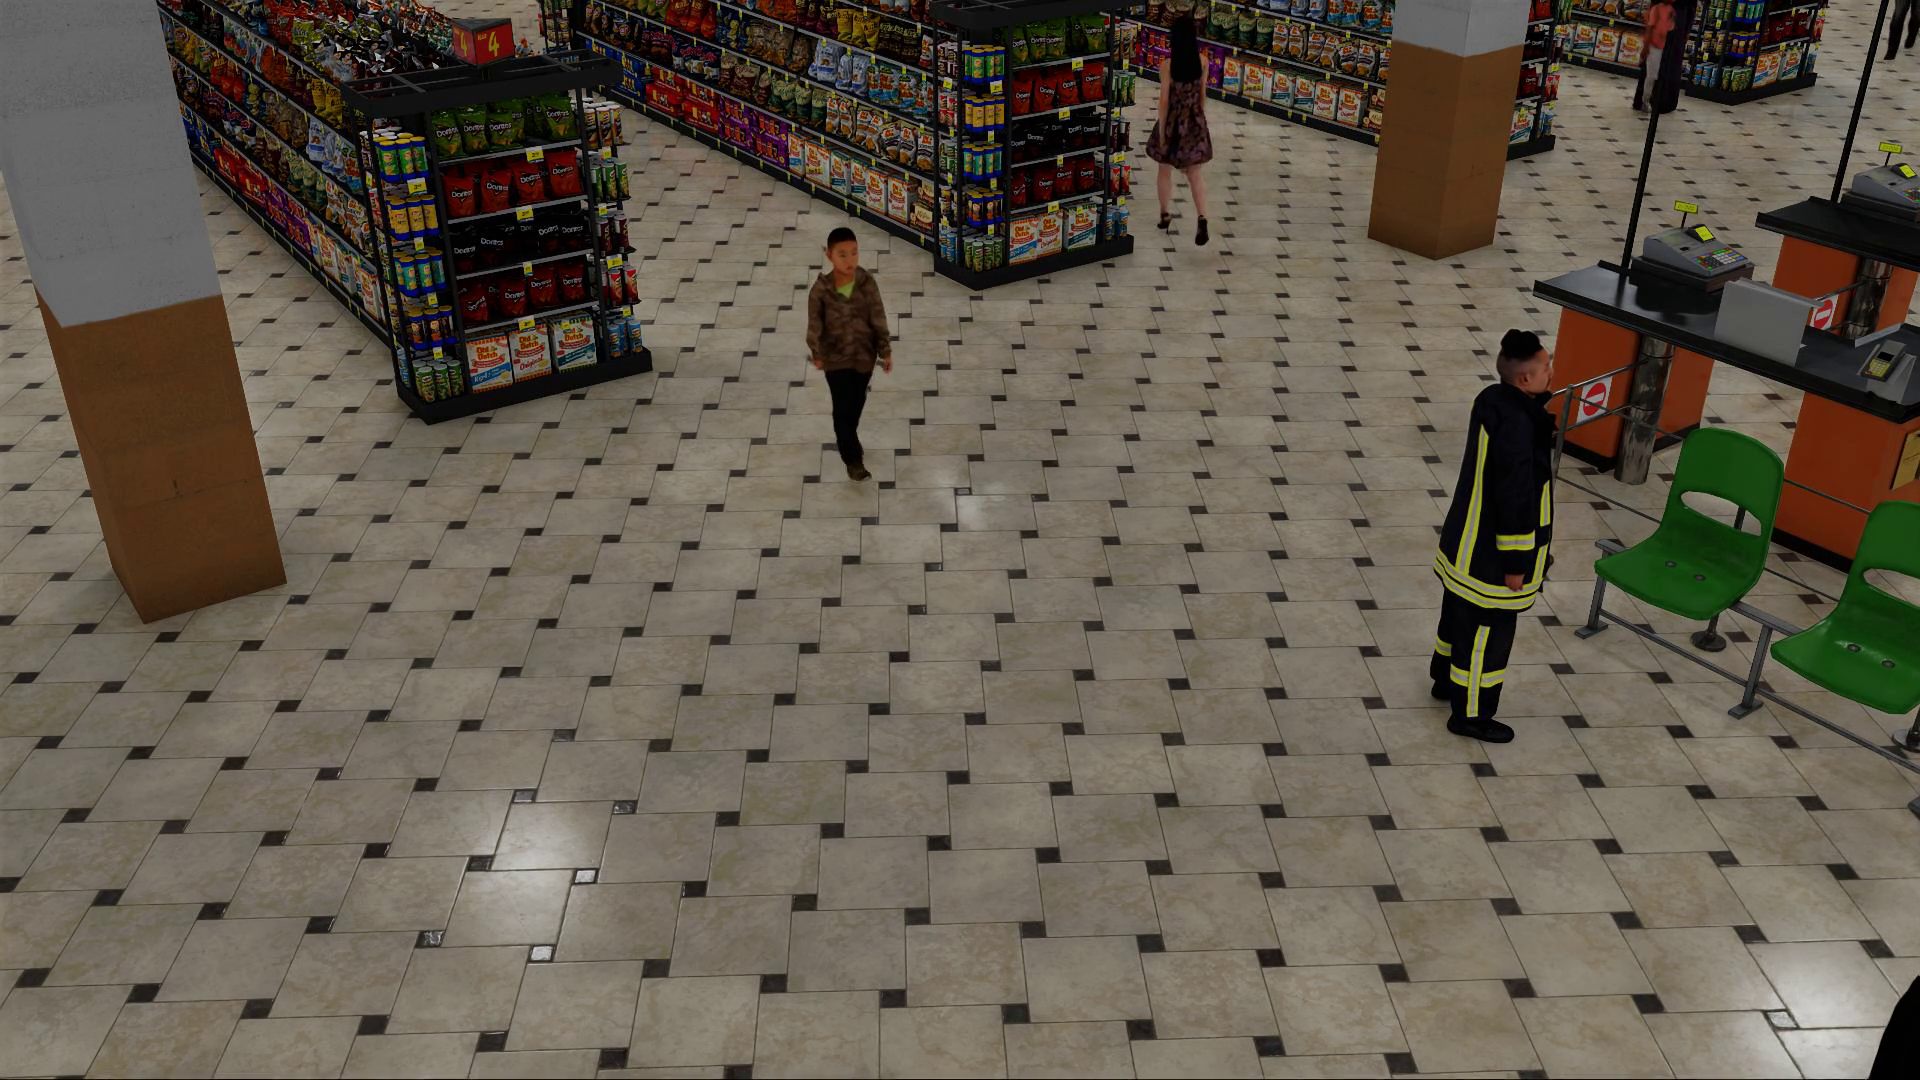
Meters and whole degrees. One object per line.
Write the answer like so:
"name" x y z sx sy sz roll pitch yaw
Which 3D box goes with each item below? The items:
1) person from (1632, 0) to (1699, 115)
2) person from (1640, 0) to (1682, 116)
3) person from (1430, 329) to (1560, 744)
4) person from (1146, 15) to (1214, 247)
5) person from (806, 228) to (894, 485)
"person" 7.069 -5.103 16.599 0.682 1.614 0.765 11 31 20
"person" 6.954 -4.949 16.647 0.574 1.298 0.650 -11 31 -20
"person" 2.272 -0.038 7.065 0.938 1.861 0.851 1 29 2
"person" 1.740 -3.084 12.769 0.903 1.741 1.231 -6 29 -11
"person" -0.650 -1.074 9.423 0.713 1.419 1.011 -12 31 -21
